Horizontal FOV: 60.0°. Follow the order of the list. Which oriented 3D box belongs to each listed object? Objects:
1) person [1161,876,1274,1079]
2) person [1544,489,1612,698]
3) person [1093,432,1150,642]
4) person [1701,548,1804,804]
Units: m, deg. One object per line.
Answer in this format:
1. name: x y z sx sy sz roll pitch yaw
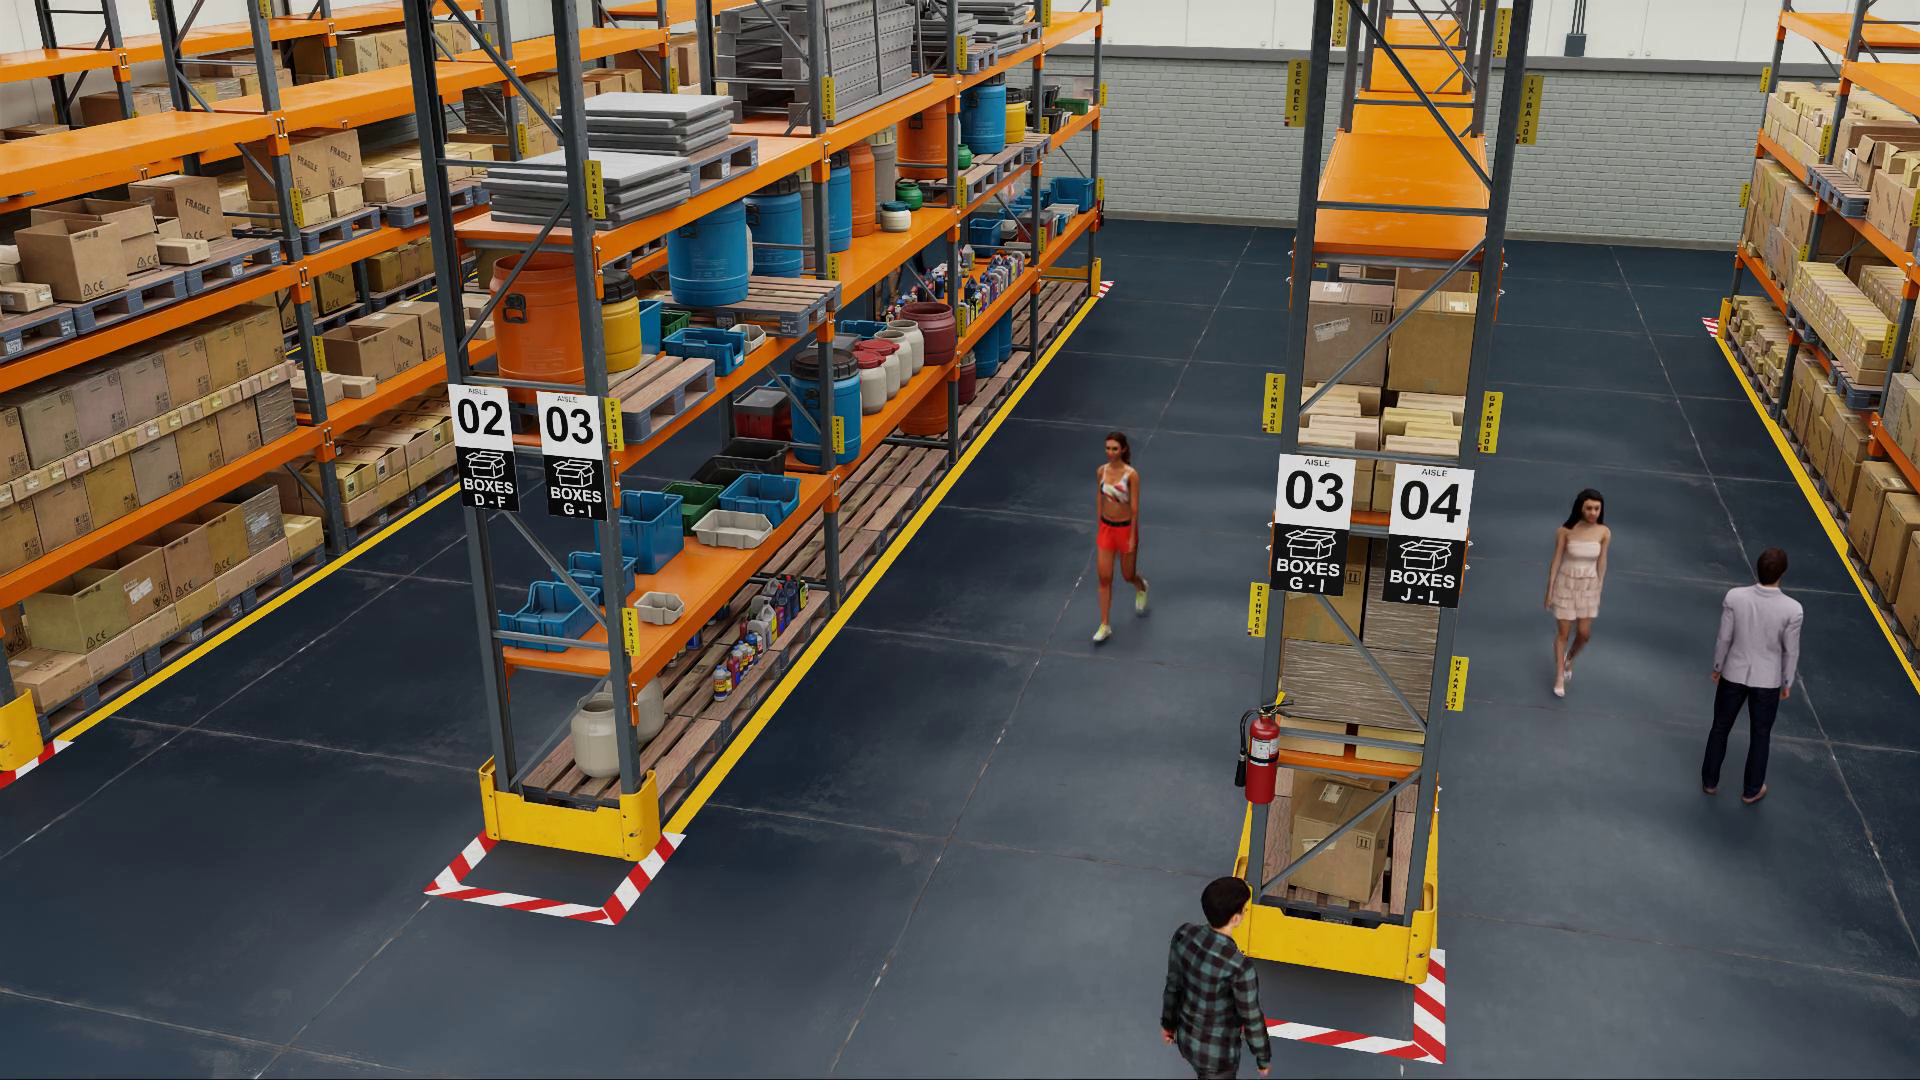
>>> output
1. person: 1.131 2.368 7.799 1.100 1.693 1.032 -16 27 -34
2. person: 4.753 0.384 12.912 0.602 1.728 0.641 4 23 10
3. person: 1.373 -0.067 13.963 0.802 1.766 1.150 13 26 29
4. person: 5.440 0.922 11.431 0.749 1.853 0.704 15 26 32
